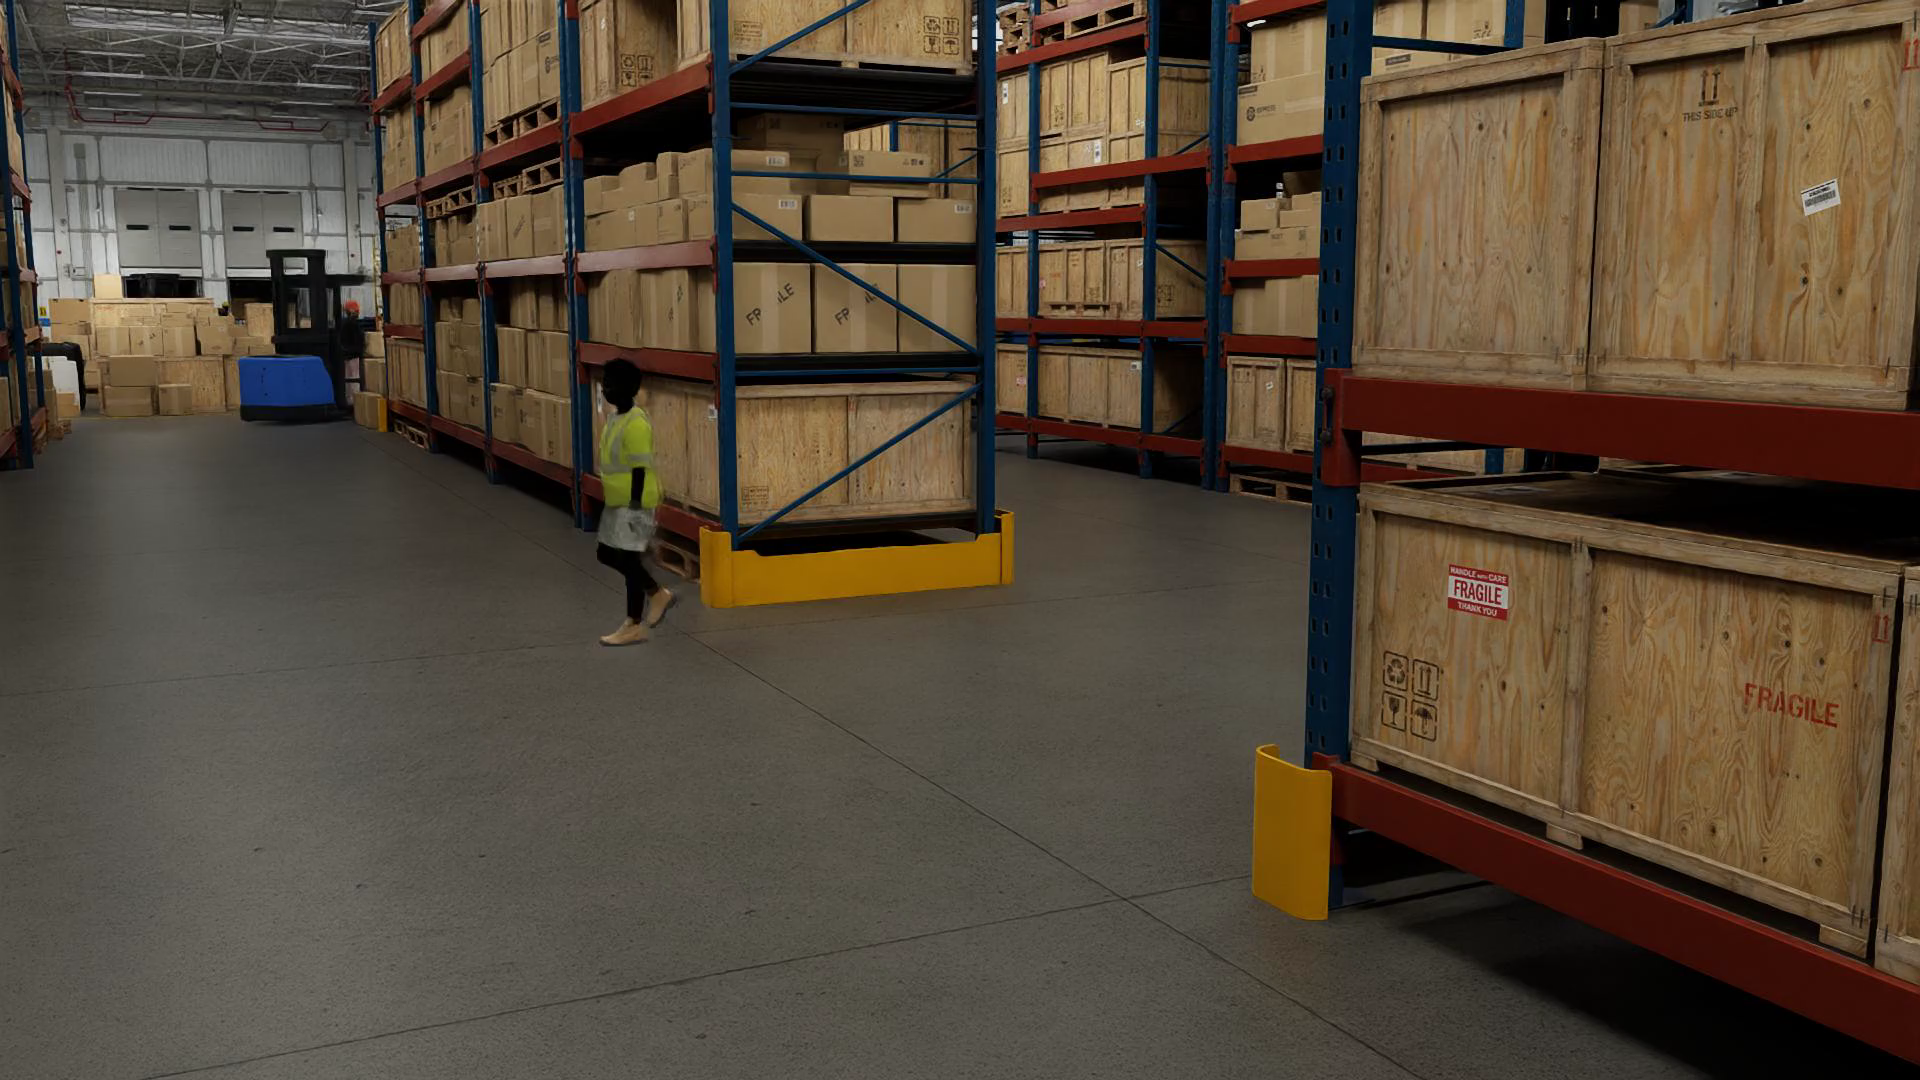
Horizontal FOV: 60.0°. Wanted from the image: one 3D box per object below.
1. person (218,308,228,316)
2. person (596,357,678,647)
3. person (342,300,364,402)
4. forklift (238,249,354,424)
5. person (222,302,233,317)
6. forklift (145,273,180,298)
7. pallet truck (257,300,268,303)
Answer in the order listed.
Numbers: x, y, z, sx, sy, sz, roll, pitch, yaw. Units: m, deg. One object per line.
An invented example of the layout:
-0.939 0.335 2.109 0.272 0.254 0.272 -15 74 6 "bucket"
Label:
-15.304 -3.890 34.507 0.620 1.837 0.430 8 11 42 "person"
-1.903 -0.221 9.683 0.427 1.684 0.550 -4 9 -27 "person"
-10.673 -3.215 29.296 0.612 1.995 0.378 7 11 41 "person"
-10.795 -3.352 27.200 1.129 2.768 1.873 3 9 19 "forklift"
-25.108 -7.190 56.941 0.588 1.927 0.371 2 8 13 "person"
-25.114 -7.030 52.567 1.873 2.768 1.129 6 10 37 "forklift"
-23.913 -7.404 58.171 1.885 1.965 0.823 -1 8 -9 "pallet truck"
